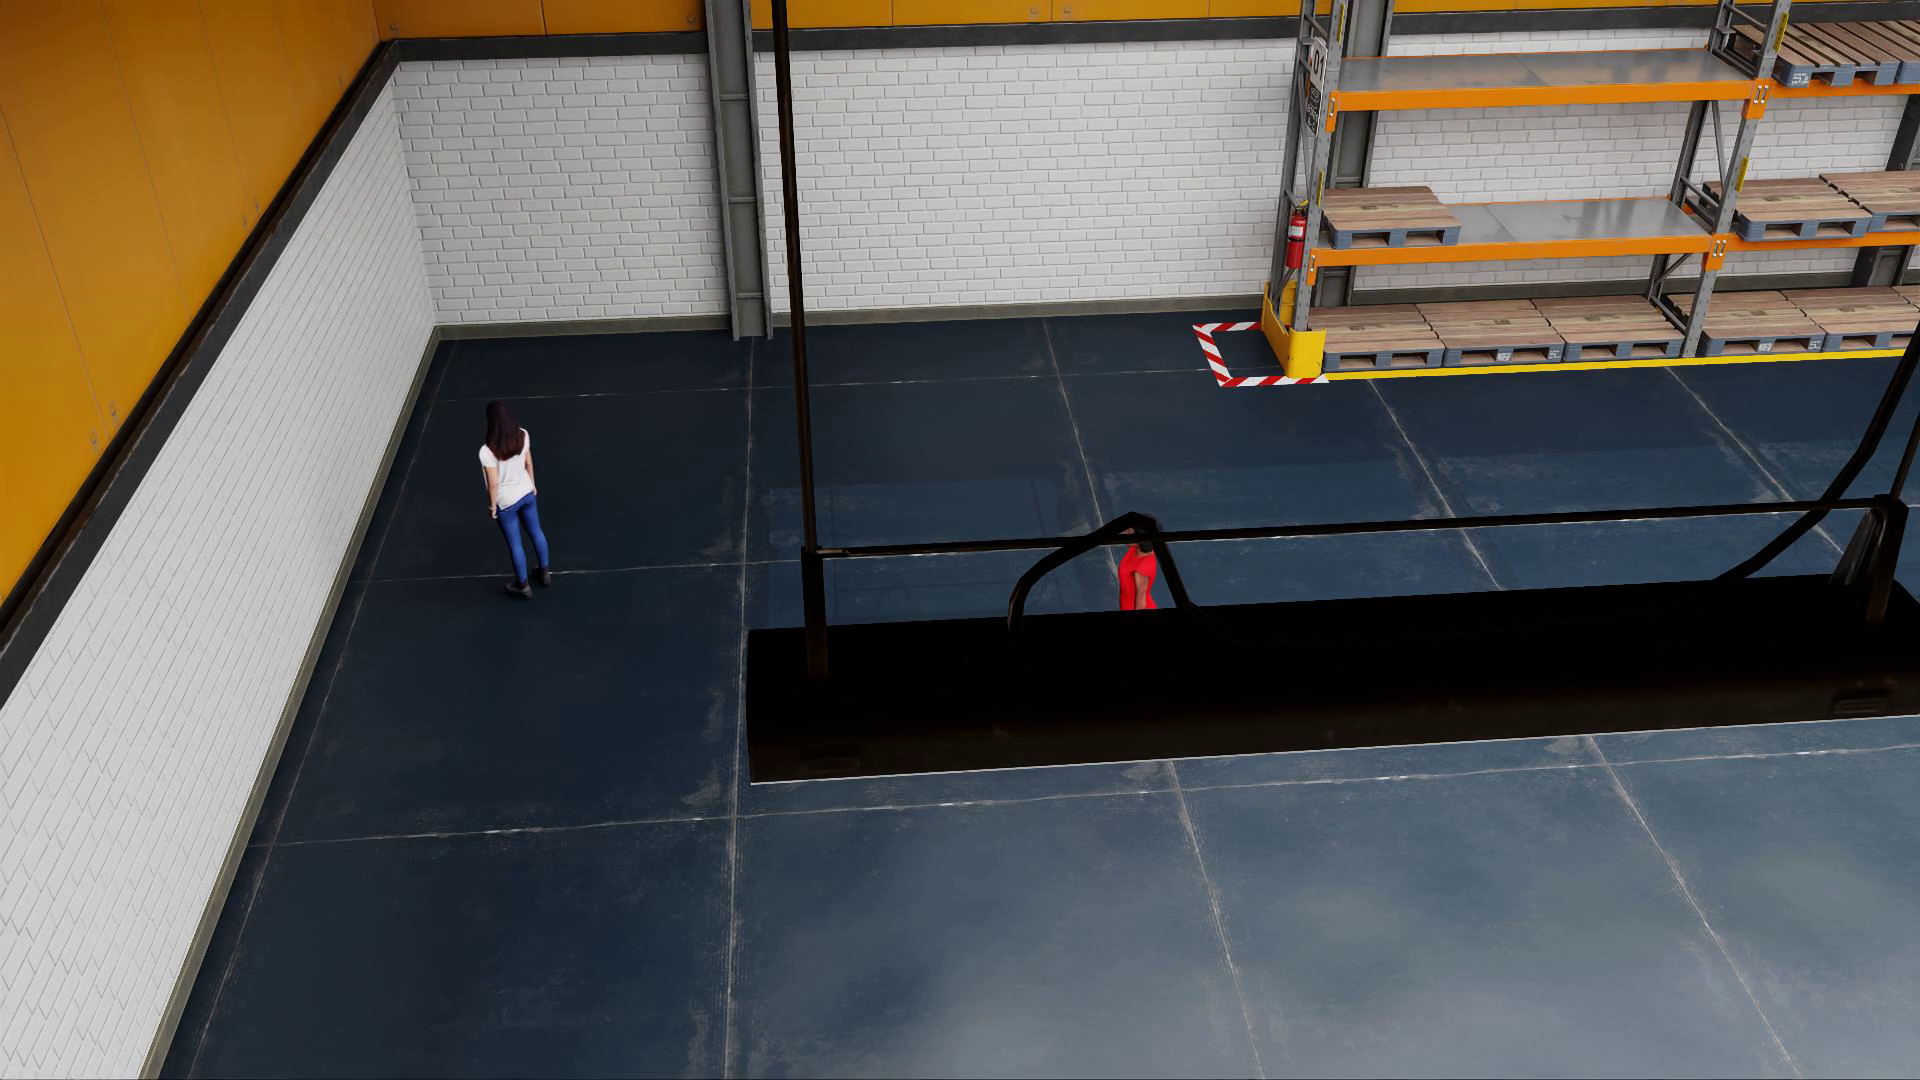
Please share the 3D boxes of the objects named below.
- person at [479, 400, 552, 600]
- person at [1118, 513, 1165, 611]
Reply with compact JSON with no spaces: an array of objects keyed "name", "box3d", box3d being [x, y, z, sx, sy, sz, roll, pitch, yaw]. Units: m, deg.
[{"name":"person","box3d":[-3.424,-0.303,12.773,0.728,1.680,0.678,22,40,30]},{"name":"person","box3d":[1.215,0.564,11.411,0.515,1.743,0.580,0,34,0]}]
